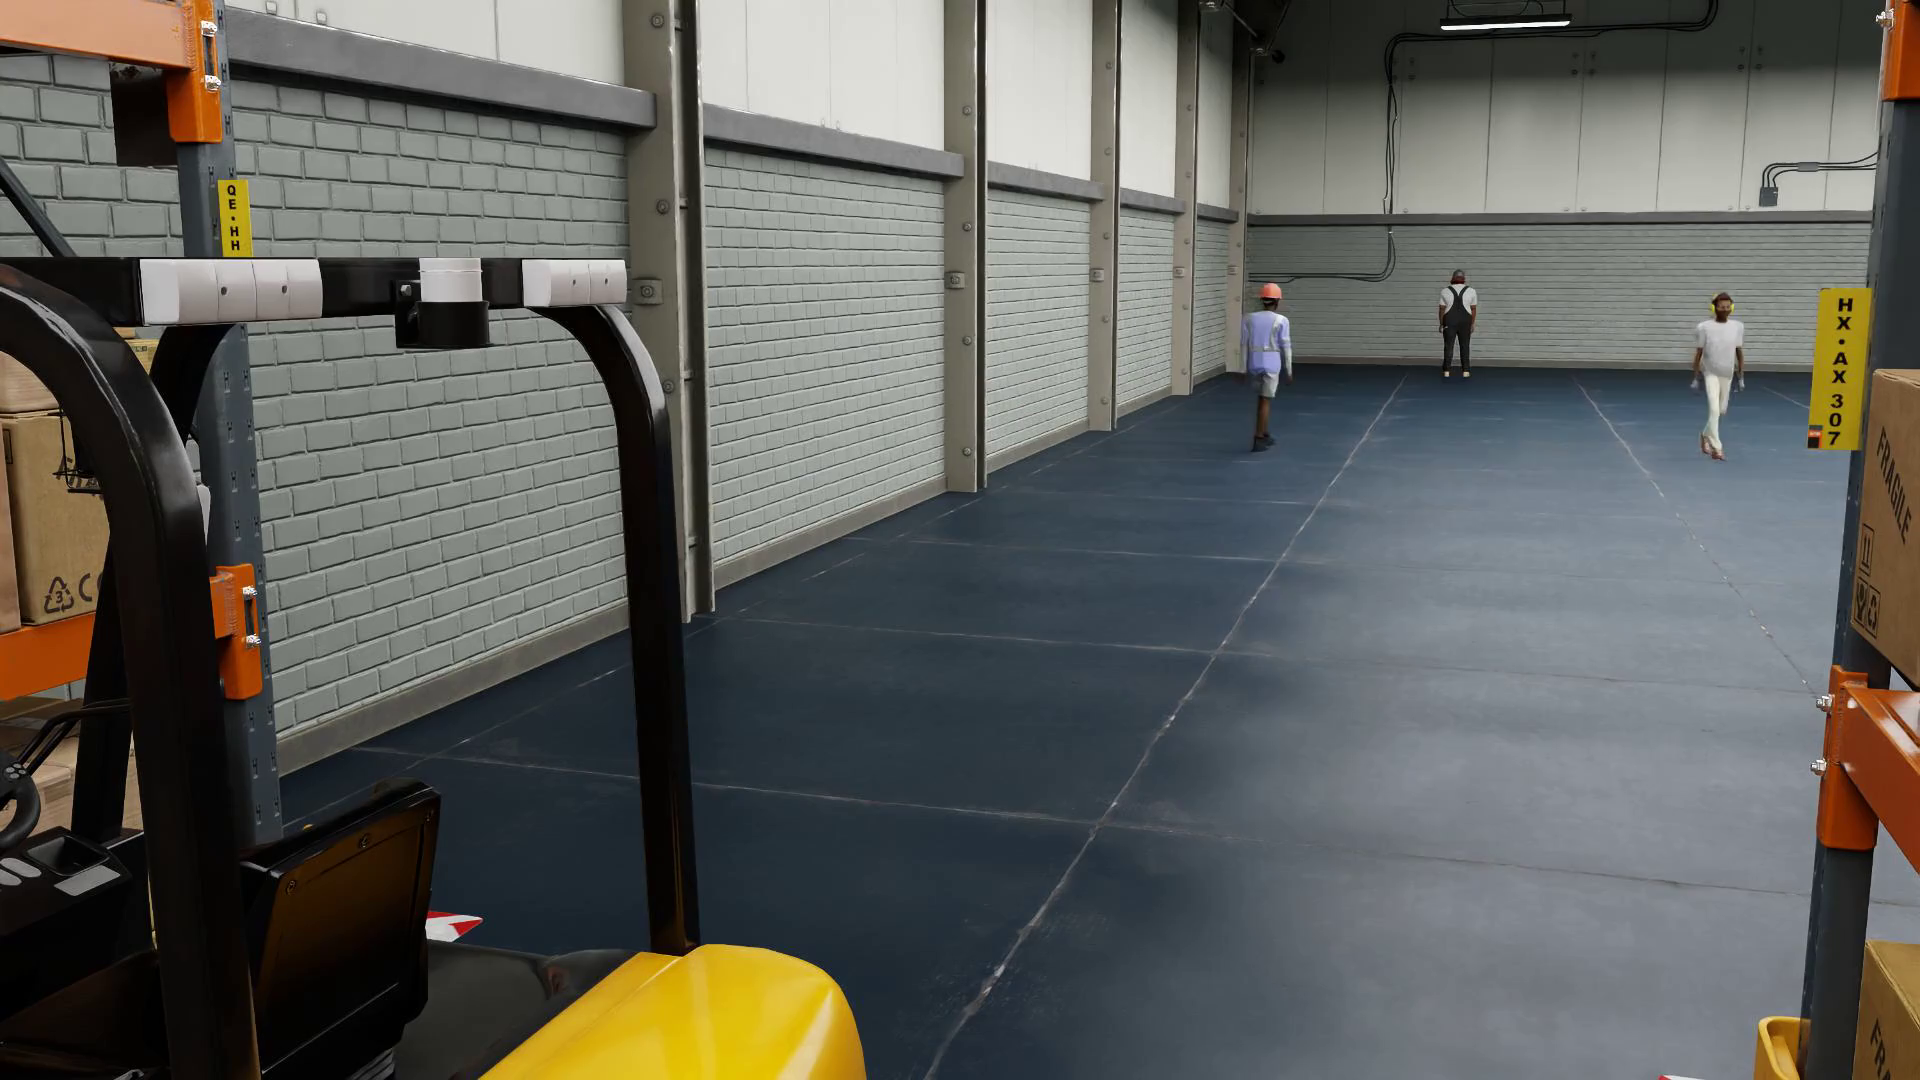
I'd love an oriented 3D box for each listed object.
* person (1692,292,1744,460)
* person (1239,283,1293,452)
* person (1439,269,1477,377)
[{"bbox_3d":[8.413,-1.832,18.459,0.527,1.841,0.864,1,10,5],"label":"person"},{"bbox_3d":[3.577,-1.981,19.113,0.580,1.908,0.831,8,12,38],"label":"person"},{"bbox_3d":[9.352,-4.093,31.315,0.681,2.000,0.536,3,10,15],"label":"person"}]
